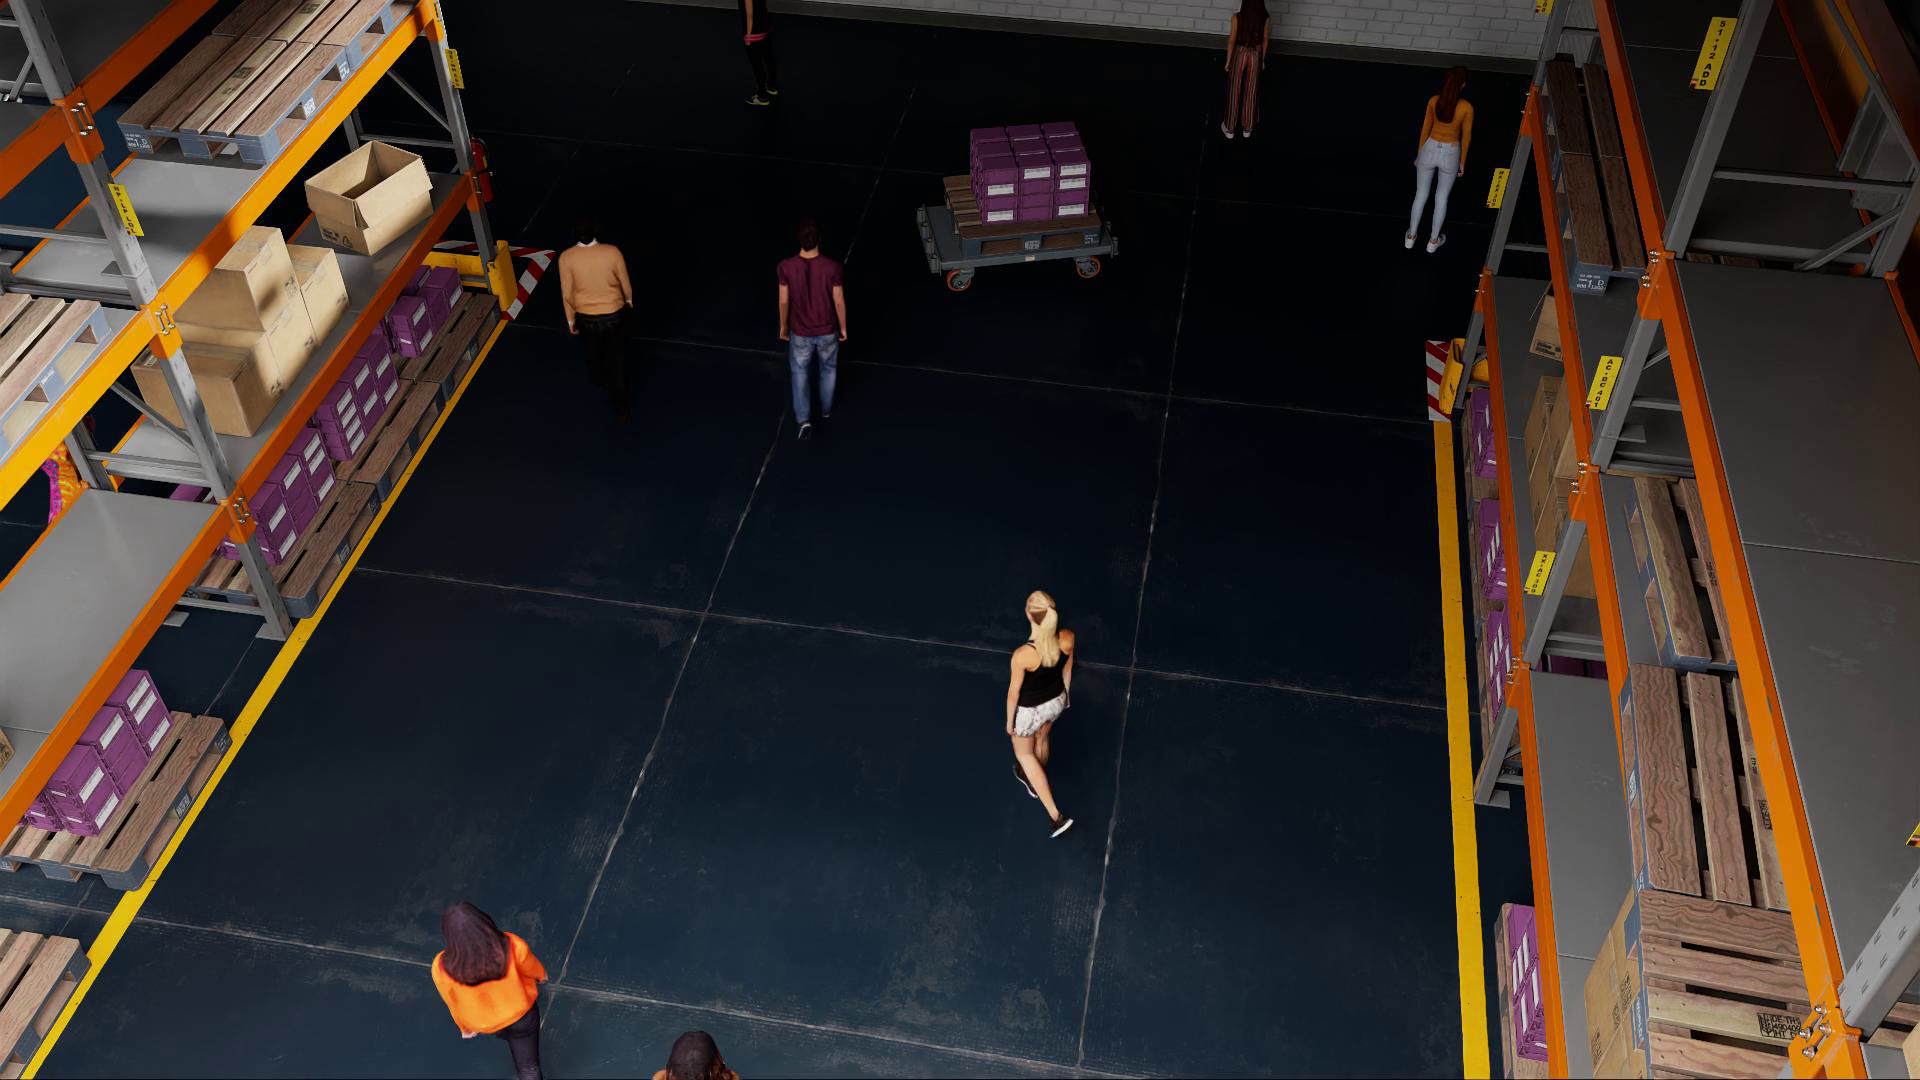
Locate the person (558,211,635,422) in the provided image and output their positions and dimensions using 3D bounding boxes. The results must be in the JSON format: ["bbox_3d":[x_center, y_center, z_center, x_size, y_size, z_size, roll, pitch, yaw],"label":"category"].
[{"bbox_3d":[-2.740,-1.662,12.681,0.853,1.729,1.029,-5,44,-6],"label":"person"}]

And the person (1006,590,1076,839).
[{"bbox_3d":[0.508,1.026,9.788,0.955,1.827,1.060,-20,47,-20],"label":"person"}]

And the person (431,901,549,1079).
[{"bbox_3d":[-2.301,2.457,8.366,0.848,1.717,1.101,-6,44,-6],"label":"person"}]

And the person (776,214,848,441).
[{"bbox_3d":[-1.104,-1.561,12.495,0.790,1.838,1.041,-1,44,-1],"label":"person"}]

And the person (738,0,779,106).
[{"bbox_3d":[-1.992,-5.053,16.369,0.652,1.551,0.521,18,46,18],"label":"person"}]

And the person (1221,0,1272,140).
[{"bbox_3d":[2.736,-4.589,15.873,0.586,1.563,0.573,-1,44,-1],"label":"person"}]

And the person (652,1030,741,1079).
[{"bbox_3d":[-1.222,2.893,7.912,0.807,1.711,0.965,-1,44,-1],"label":"person"}]

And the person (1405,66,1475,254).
[{"bbox_3d":[4.148,-3.297,14.382,0.656,1.750,0.631,18,46,18],"label":"person"}]
